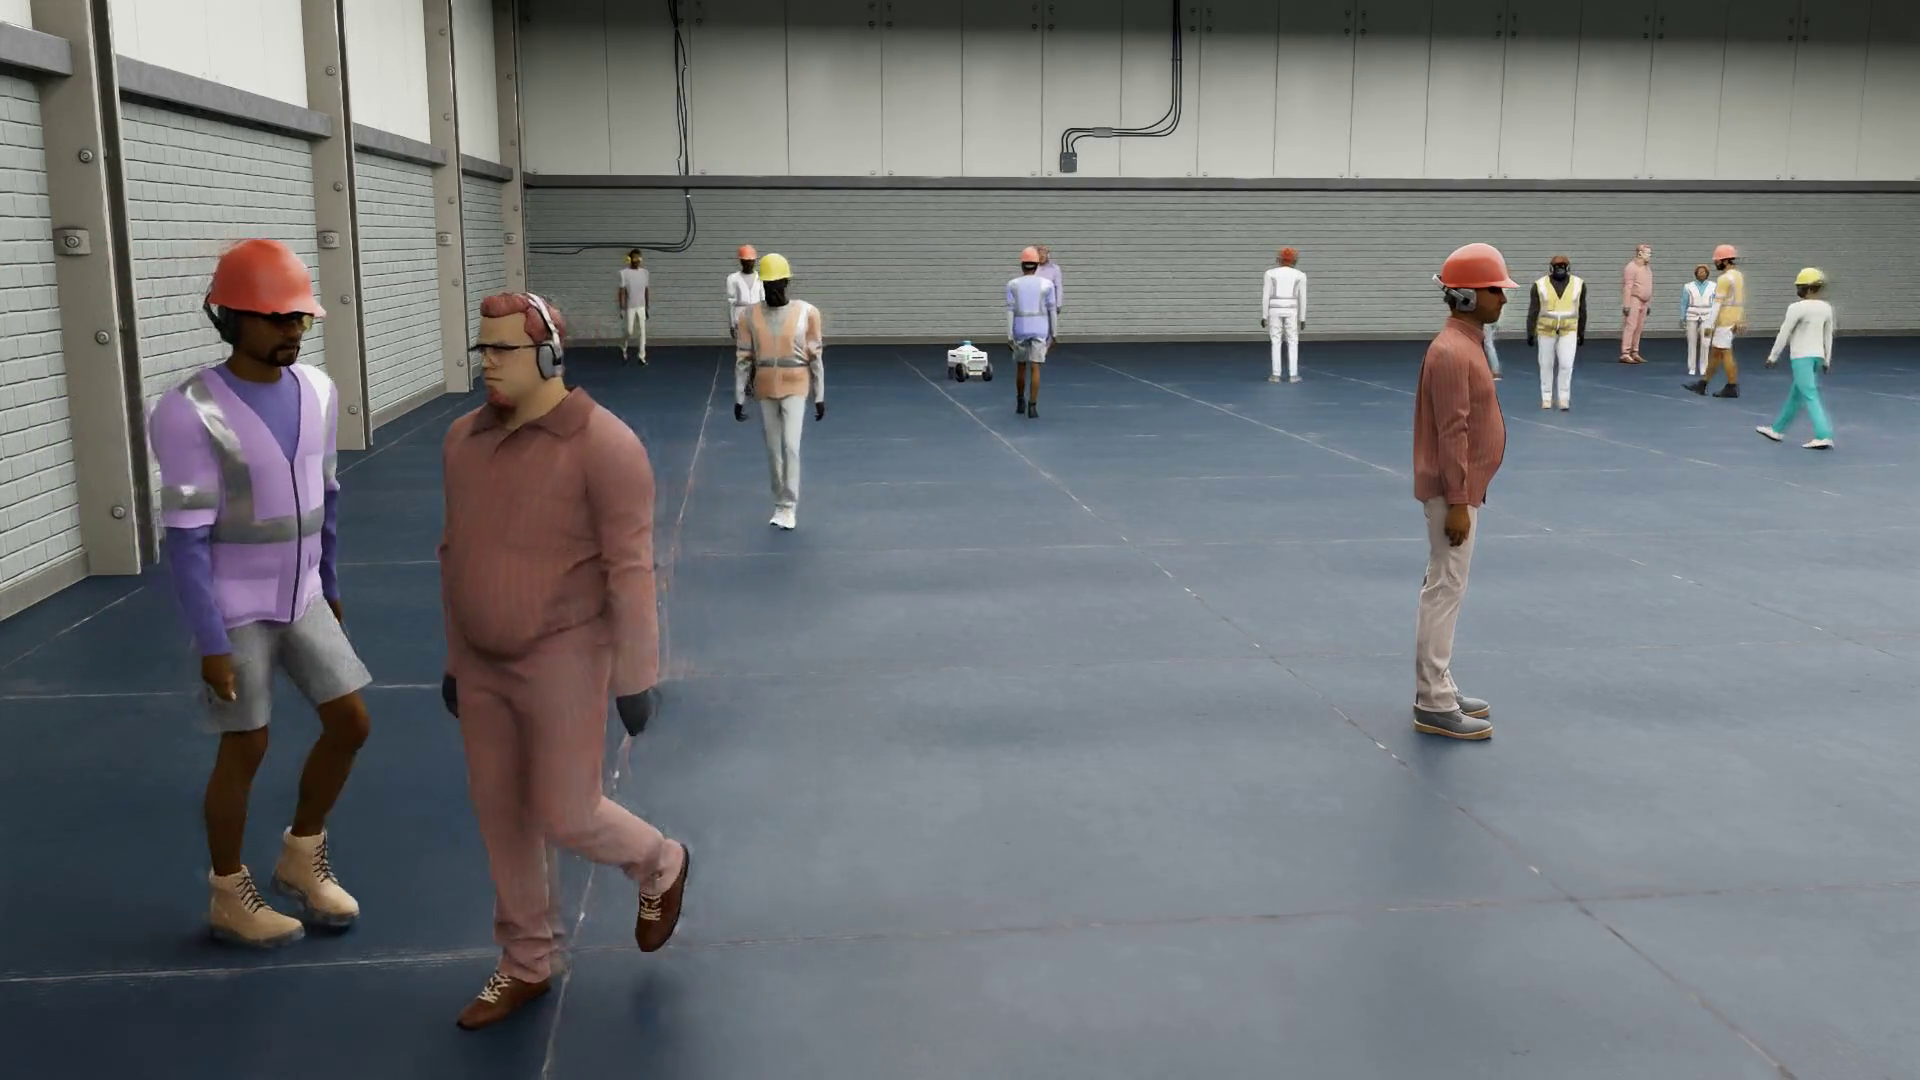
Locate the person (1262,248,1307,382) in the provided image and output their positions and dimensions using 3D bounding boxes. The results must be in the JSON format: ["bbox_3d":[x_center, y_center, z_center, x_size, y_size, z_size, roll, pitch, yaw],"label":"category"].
[{"bbox_3d":[4.537,-3.129,23.232,0.623,1.870,0.457,2,11,11],"label":"person"}]

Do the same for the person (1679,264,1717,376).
[{"bbox_3d":[10.738,-3.183,24.170,0.550,1.609,0.718,4,11,22],"label":"person"}]

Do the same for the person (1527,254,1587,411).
[{"bbox_3d":[6.943,-2.400,19.361,0.666,1.807,0.852,3,11,16],"label":"person"}]

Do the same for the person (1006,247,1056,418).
[{"bbox_3d":[0.809,-2.352,18.871,0.555,1.897,0.854,2,10,9],"label":"person"}]

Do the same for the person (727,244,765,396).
[{"bbox_3d":[-2.698,-2.801,21.240,0.545,1.926,0.504,-3,11,-17],"label":"person"}]

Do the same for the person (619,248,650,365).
[{"bbox_3d":[-5.206,-3.717,26.488,0.527,1.851,0.788,-6,12,-31],"label":"person"}]

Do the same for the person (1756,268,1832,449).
[{"bbox_3d":[8.137,-1.757,16.093,0.540,1.719,0.930,-5,12,-26],"label":"person"}]

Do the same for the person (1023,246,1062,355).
[{"bbox_3d":[1.376,-3.978,27.838,0.650,1.884,0.789,0,10,1],"label":"person"}]

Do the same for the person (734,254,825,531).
[{"bbox_3d":[-1.276,-1.011,11.496,0.611,1.898,0.751,2,11,10],"label":"person"}]

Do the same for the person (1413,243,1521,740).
[{"bbox_3d":[2.042,-0.201,6.802,0.382,1.995,0.612,3,11,17],"label":"person"}]

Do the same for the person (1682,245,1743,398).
[{"bbox_3d":[9.539,-2.760,21.046,0.783,1.910,0.572,9,14,41],"label":"person"}]

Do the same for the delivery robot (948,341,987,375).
[{"bbox_3d":[0.104,-2.562,23.435,0.477,0.478,0.707,-5,11,-24],"label":"delivery robot"}]

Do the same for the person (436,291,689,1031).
[{"bbox_3d":[-1.066,0.298,4.357,0.649,1.889,0.616,6,12,30],"label":"person"}]

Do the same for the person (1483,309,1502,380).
[{"bbox_3d":[7.438,-3.101,23.771,0.513,1.592,0.820,-8,13,-37],"label":"person"}]

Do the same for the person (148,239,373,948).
[{"bbox_3d":[-1.941,0.174,4.687,0.562,2.012,0.691,4,11,23],"label":"person"}]

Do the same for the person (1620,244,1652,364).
[{"bbox_3d":[10.876,-3.775,26.667,0.658,1.901,0.399,-8,13,-38],"label":"person"}]
